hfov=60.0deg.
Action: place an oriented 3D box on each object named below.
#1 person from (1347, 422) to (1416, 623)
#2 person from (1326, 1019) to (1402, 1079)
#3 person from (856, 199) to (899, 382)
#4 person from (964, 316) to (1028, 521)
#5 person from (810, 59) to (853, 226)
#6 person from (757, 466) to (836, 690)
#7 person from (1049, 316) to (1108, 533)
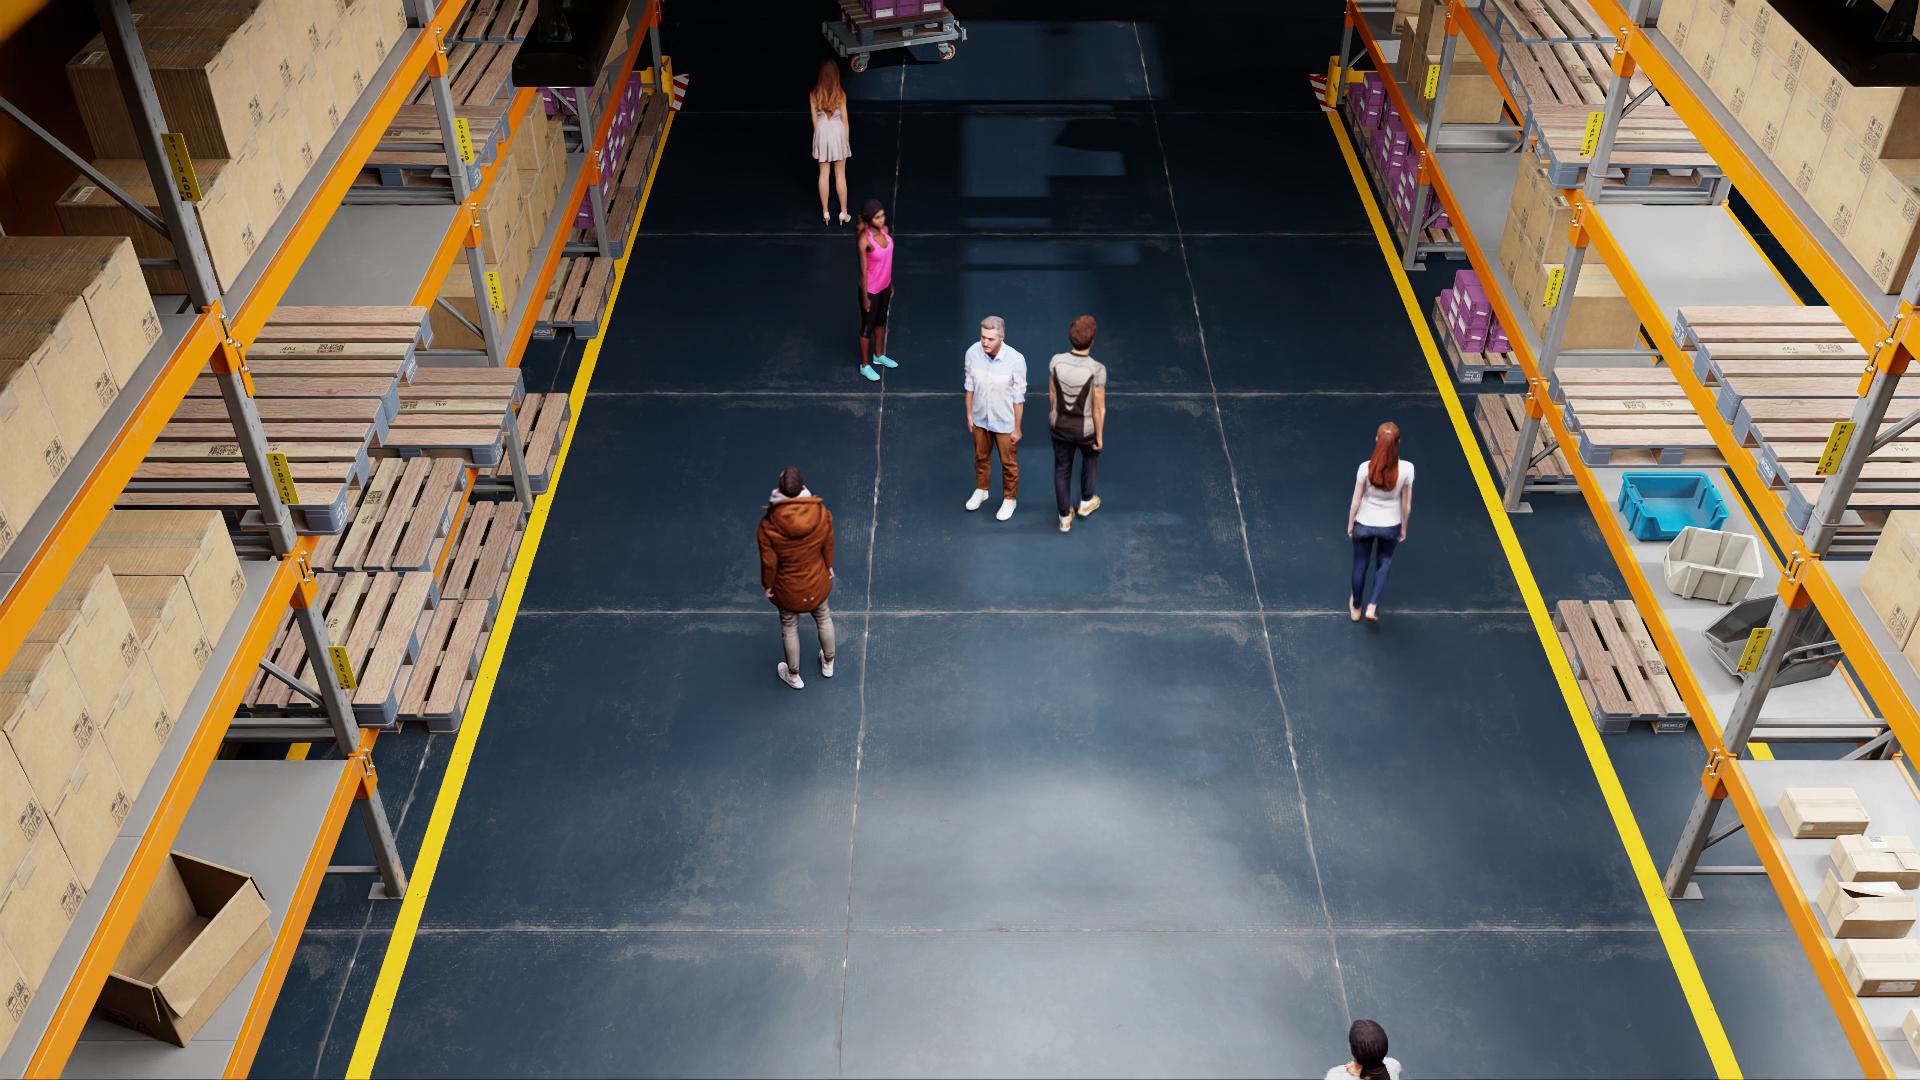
[{"bbox_3d":[3.016,-0.045,12.029,0.627,1.726,0.719,5,39,6],"label":"person"},{"bbox_3d":[1.952,3.035,8.155,0.708,1.747,0.944,-7,39,-8],"label":"person"},{"bbox_3d":[-0.758,-2.250,14.793,0.723,1.723,0.647,25,45,28],"label":"person"},{"bbox_3d":[0.284,-0.990,13.134,0.751,1.824,0.720,15,41,18],"label":"person"},{"bbox_3d":[-1.320,-4.057,17.018,0.586,1.769,0.603,4,39,5],"label":"person"},{"bbox_3d":[-1.114,0.265,11.552,0.820,1.837,0.837,-16,41,-20],"label":"person"},{"bbox_3d":[0.862,-0.840,12.906,0.761,1.875,0.812,12,40,14],"label":"person"}]
